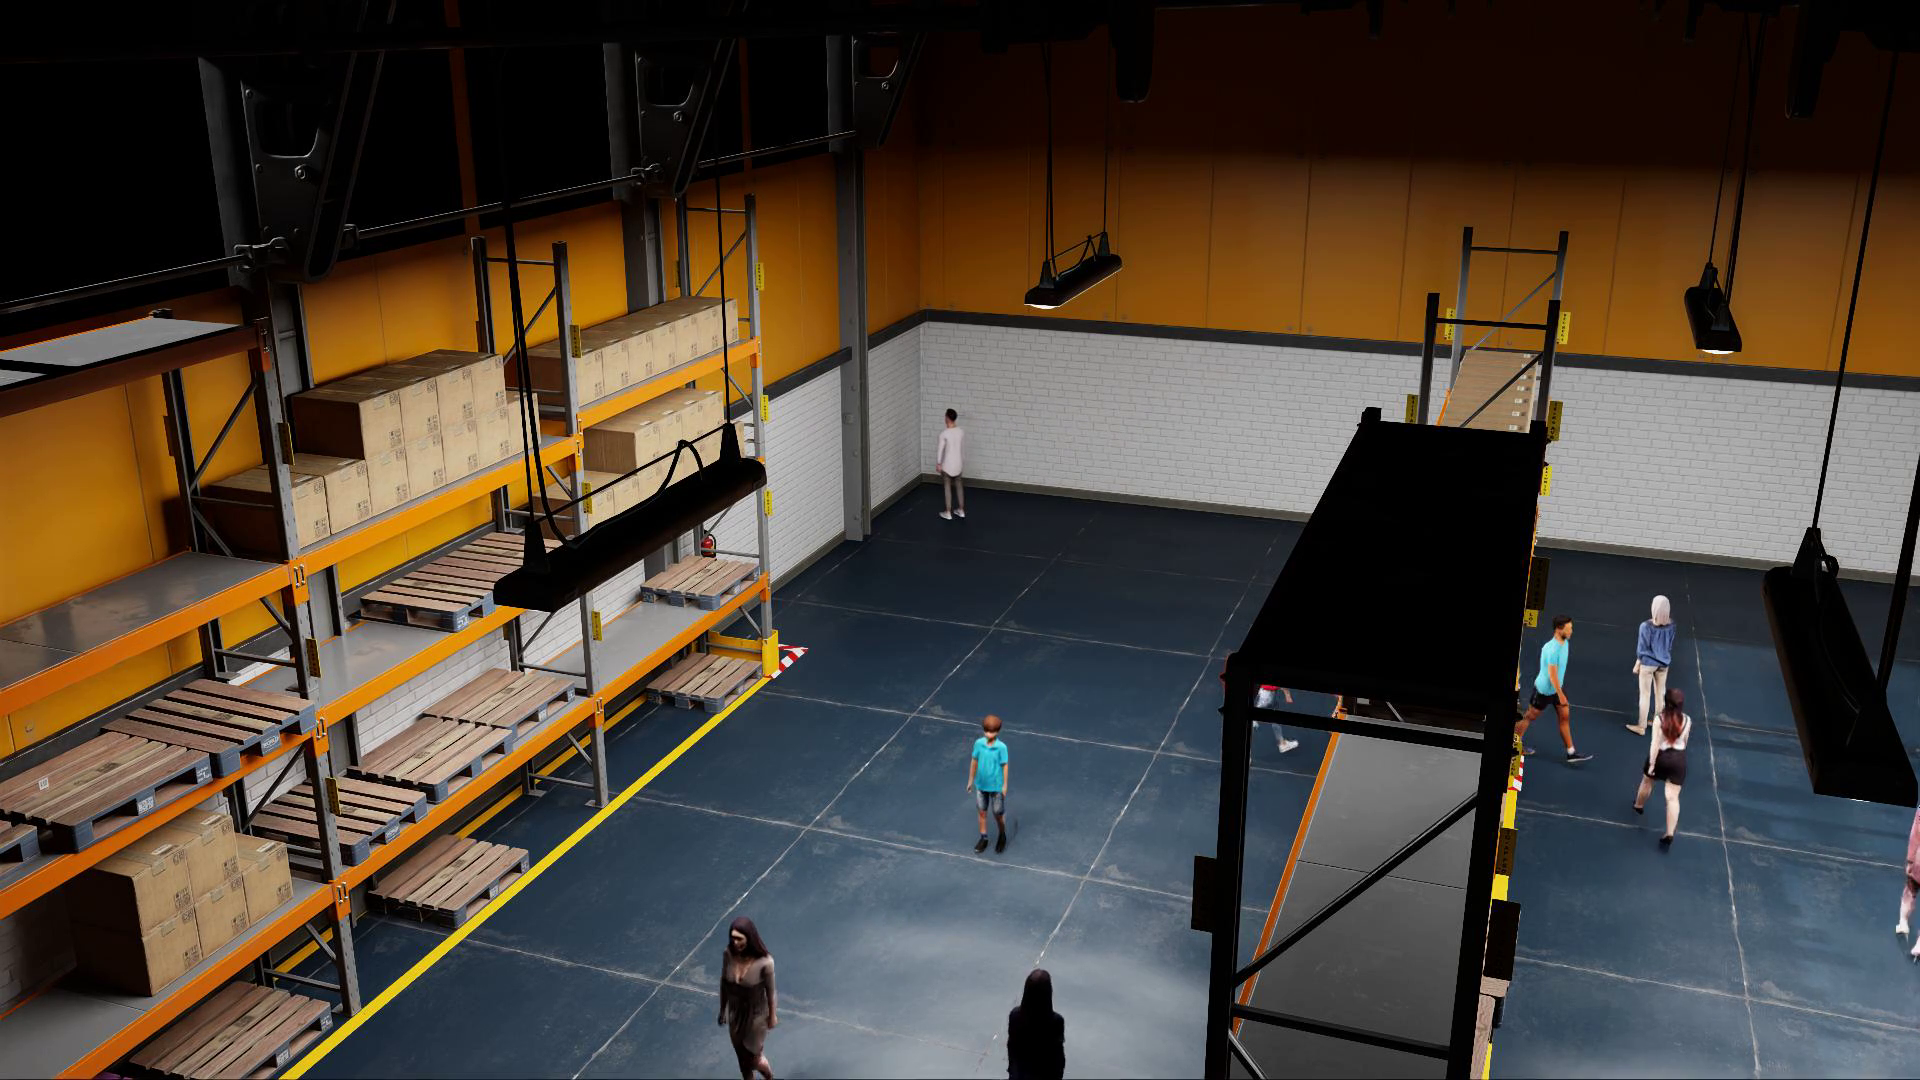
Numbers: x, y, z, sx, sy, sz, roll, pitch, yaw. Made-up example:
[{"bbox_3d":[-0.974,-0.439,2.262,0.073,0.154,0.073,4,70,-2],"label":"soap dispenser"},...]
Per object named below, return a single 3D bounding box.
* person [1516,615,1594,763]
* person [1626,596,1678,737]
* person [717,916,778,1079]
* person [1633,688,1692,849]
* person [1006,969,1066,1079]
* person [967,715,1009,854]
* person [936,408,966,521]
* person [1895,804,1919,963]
[{"bbox_3d":[6.487,1.658,18.579,0.967,1.727,1.130,17,25,41],"label":"person"},{"bbox_3d":[8.039,1.445,19.261,0.711,1.696,0.744,-5,19,-15],"label":"person"},{"bbox_3d":[-1.582,3.612,12.764,0.629,1.735,0.661,9,21,25],"label":"person"},{"bbox_3d":[7.173,2.328,16.793,0.816,1.598,1.162,0,19,0],"label":"person"},{"bbox_3d":[0.513,3.926,11.852,0.712,1.723,1.121,3,19,10],"label":"person"},{"bbox_3d":[0.313,2.422,16.753,0.566,1.445,0.570,9,21,25],"label":"person"},{"bbox_3d":[-0.118,-1.253,27.046,0.718,1.841,0.806,-11,22,-30],"label":"person"},{"bbox_3d":[8.634,2.920,14.751,0.621,1.778,0.794,8,20,22],"label":"person"}]
